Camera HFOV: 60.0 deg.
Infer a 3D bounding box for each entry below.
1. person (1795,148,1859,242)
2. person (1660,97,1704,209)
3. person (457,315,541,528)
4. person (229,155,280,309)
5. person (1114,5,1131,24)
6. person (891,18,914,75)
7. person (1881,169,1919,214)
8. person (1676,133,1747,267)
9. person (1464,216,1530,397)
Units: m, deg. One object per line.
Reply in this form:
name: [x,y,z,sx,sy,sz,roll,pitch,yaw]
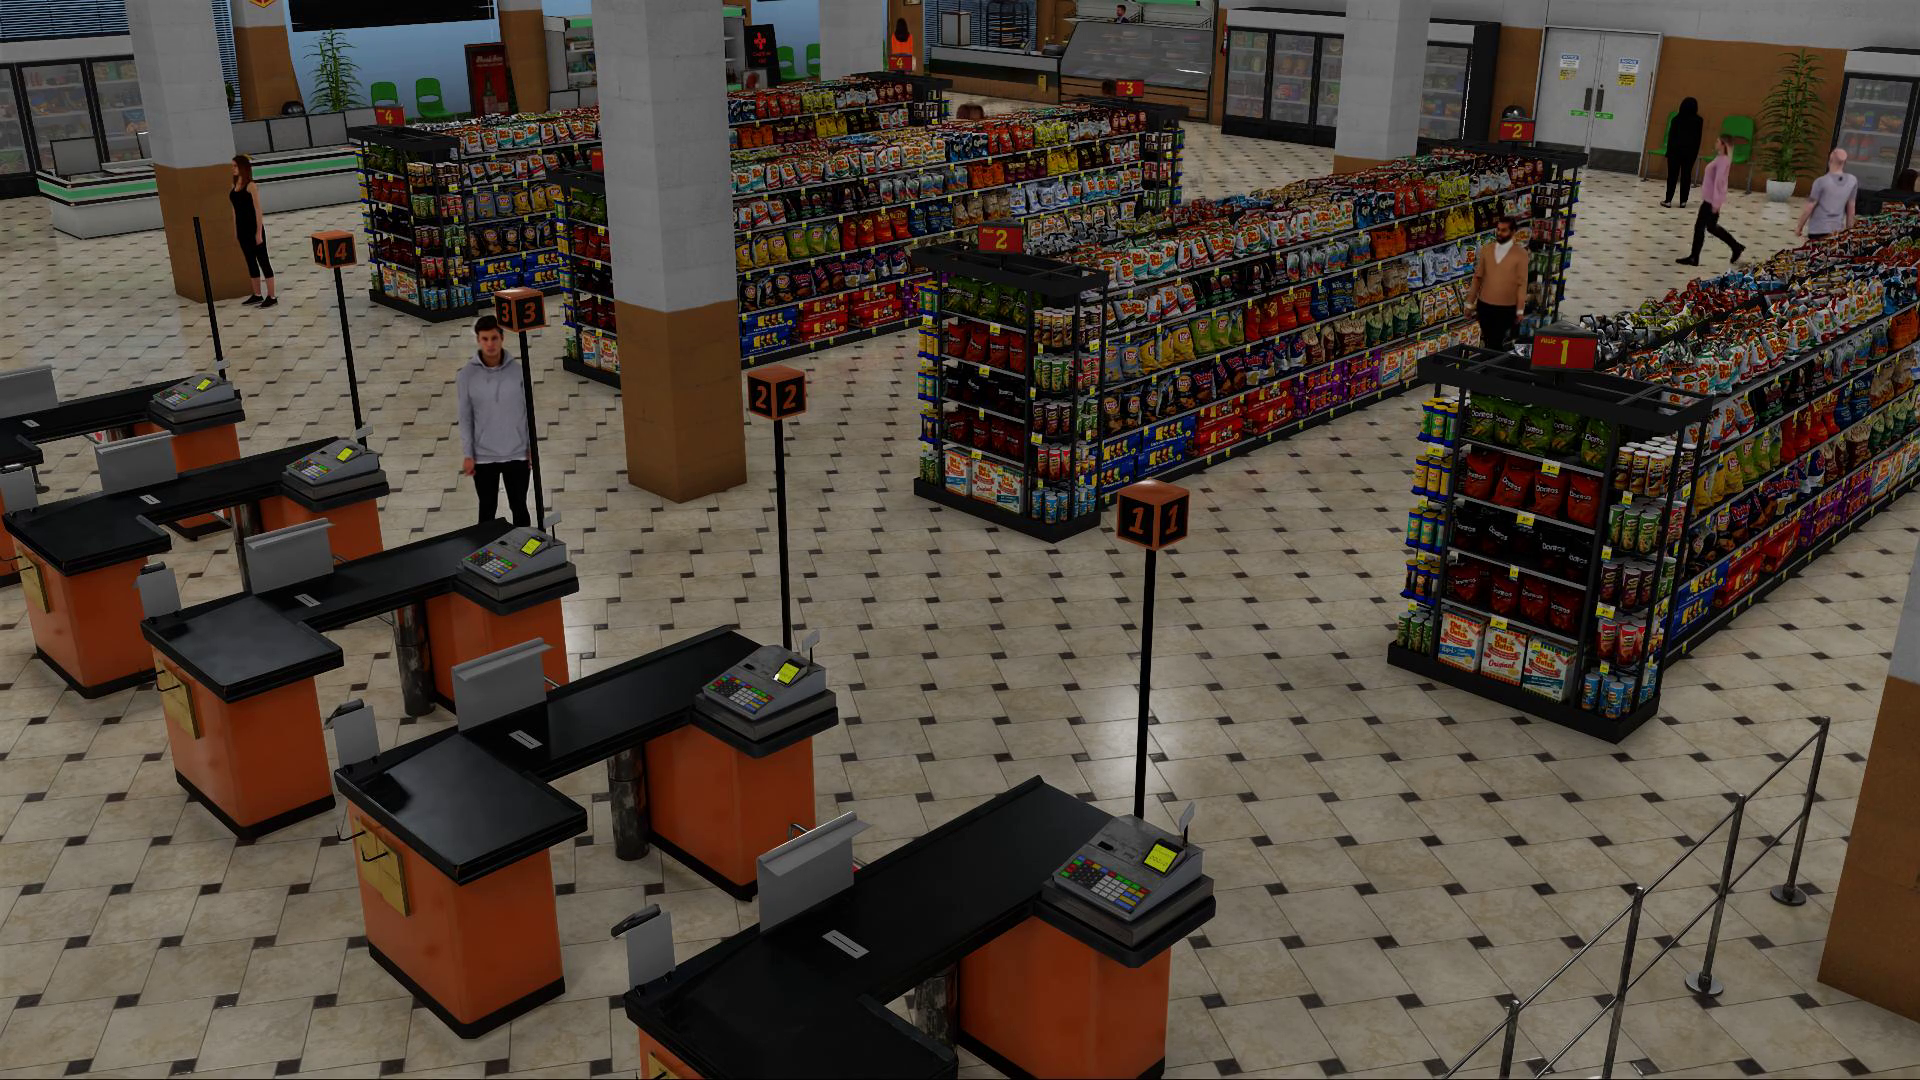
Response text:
person: [9.812,-3.459,18.805,1.223,1.782,1.234,-2,22,-4]
person: [10.783,-5.787,24.822,0.769,1.616,0.819,2,22,4]
person: [-3.205,-0.629,11.566,0.673,1.929,0.820,-9,24,-21]
person: [-8.135,-3.545,19.096,0.626,1.726,0.589,12,25,27]
person: [3.717,-11.418,38.498,0.573,1.868,0.621,-19,29,-39]
person: [-1.256,-10.517,36.414,0.693,1.749,0.767,-2,22,-4]
person: [10.369,-3.266,18.451,0.614,1.688,0.644,-13,25,-30]
person: [9.586,-4.264,20.958,0.855,1.670,1.019,10,24,24]
person: [5.110,-2.180,15.716,1.168,1.711,0.692,-19,29,-40]
